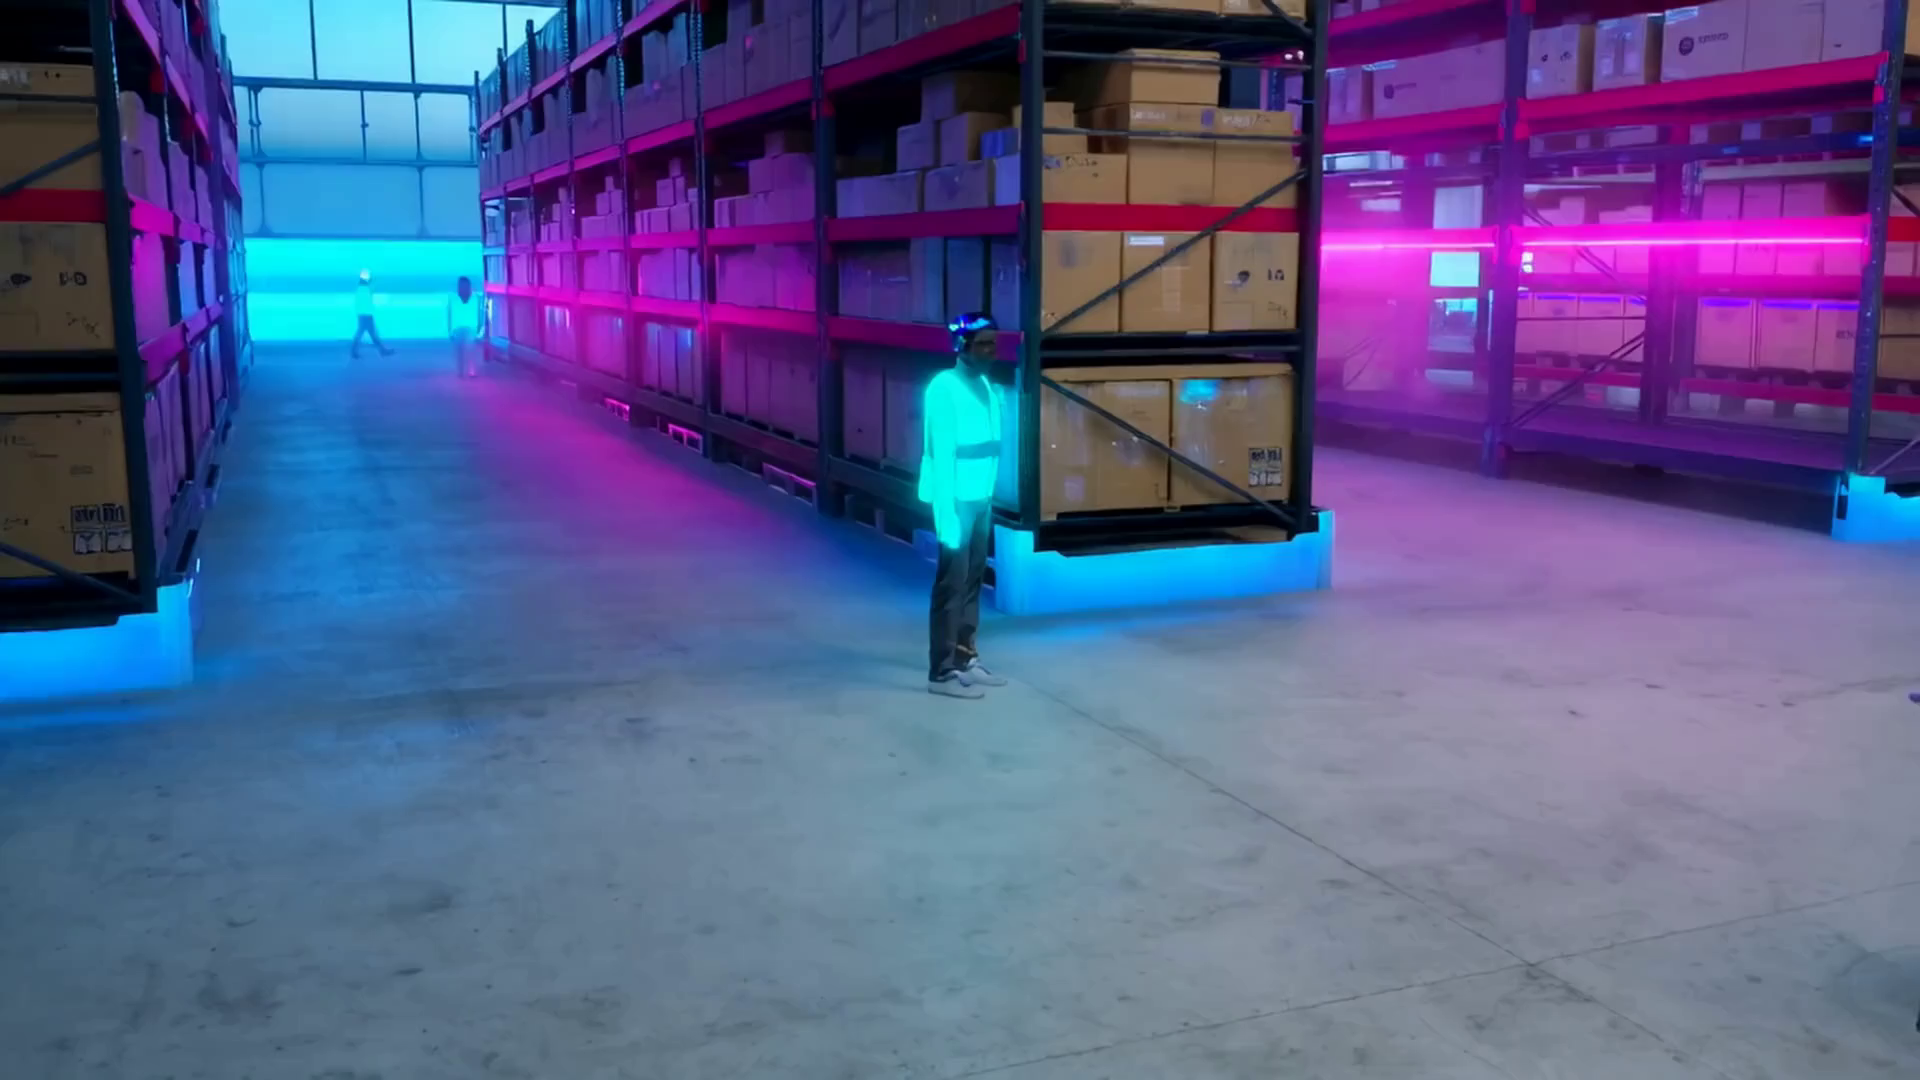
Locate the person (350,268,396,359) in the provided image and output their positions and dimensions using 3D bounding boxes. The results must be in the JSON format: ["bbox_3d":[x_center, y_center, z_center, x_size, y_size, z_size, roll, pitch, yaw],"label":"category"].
[{"bbox_3d":[-12.673,-4.852,35.716,1.018,1.938,0.642,-4,10,-25],"label":"person"}]

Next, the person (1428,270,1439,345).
[{"bbox_3d":[11.740,-5.834,41.658,0.445,1.924,0.615,-5,11,-29],"label":"person"}]

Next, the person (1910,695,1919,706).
[{"bbox_3d":[4.707,-0.140,7.667,0.397,1.890,0.660,9,13,43],"label":"person"}]

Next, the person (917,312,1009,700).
[{"bbox_3d":[0.012,-0.168,7.998,0.397,1.840,0.563,4,10,23],"label":"person"}]

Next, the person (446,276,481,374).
[{"bbox_3d":[-9.233,-3.999,30.971,0.638,1.825,0.661,-3,10,-18],"label":"person"}]
